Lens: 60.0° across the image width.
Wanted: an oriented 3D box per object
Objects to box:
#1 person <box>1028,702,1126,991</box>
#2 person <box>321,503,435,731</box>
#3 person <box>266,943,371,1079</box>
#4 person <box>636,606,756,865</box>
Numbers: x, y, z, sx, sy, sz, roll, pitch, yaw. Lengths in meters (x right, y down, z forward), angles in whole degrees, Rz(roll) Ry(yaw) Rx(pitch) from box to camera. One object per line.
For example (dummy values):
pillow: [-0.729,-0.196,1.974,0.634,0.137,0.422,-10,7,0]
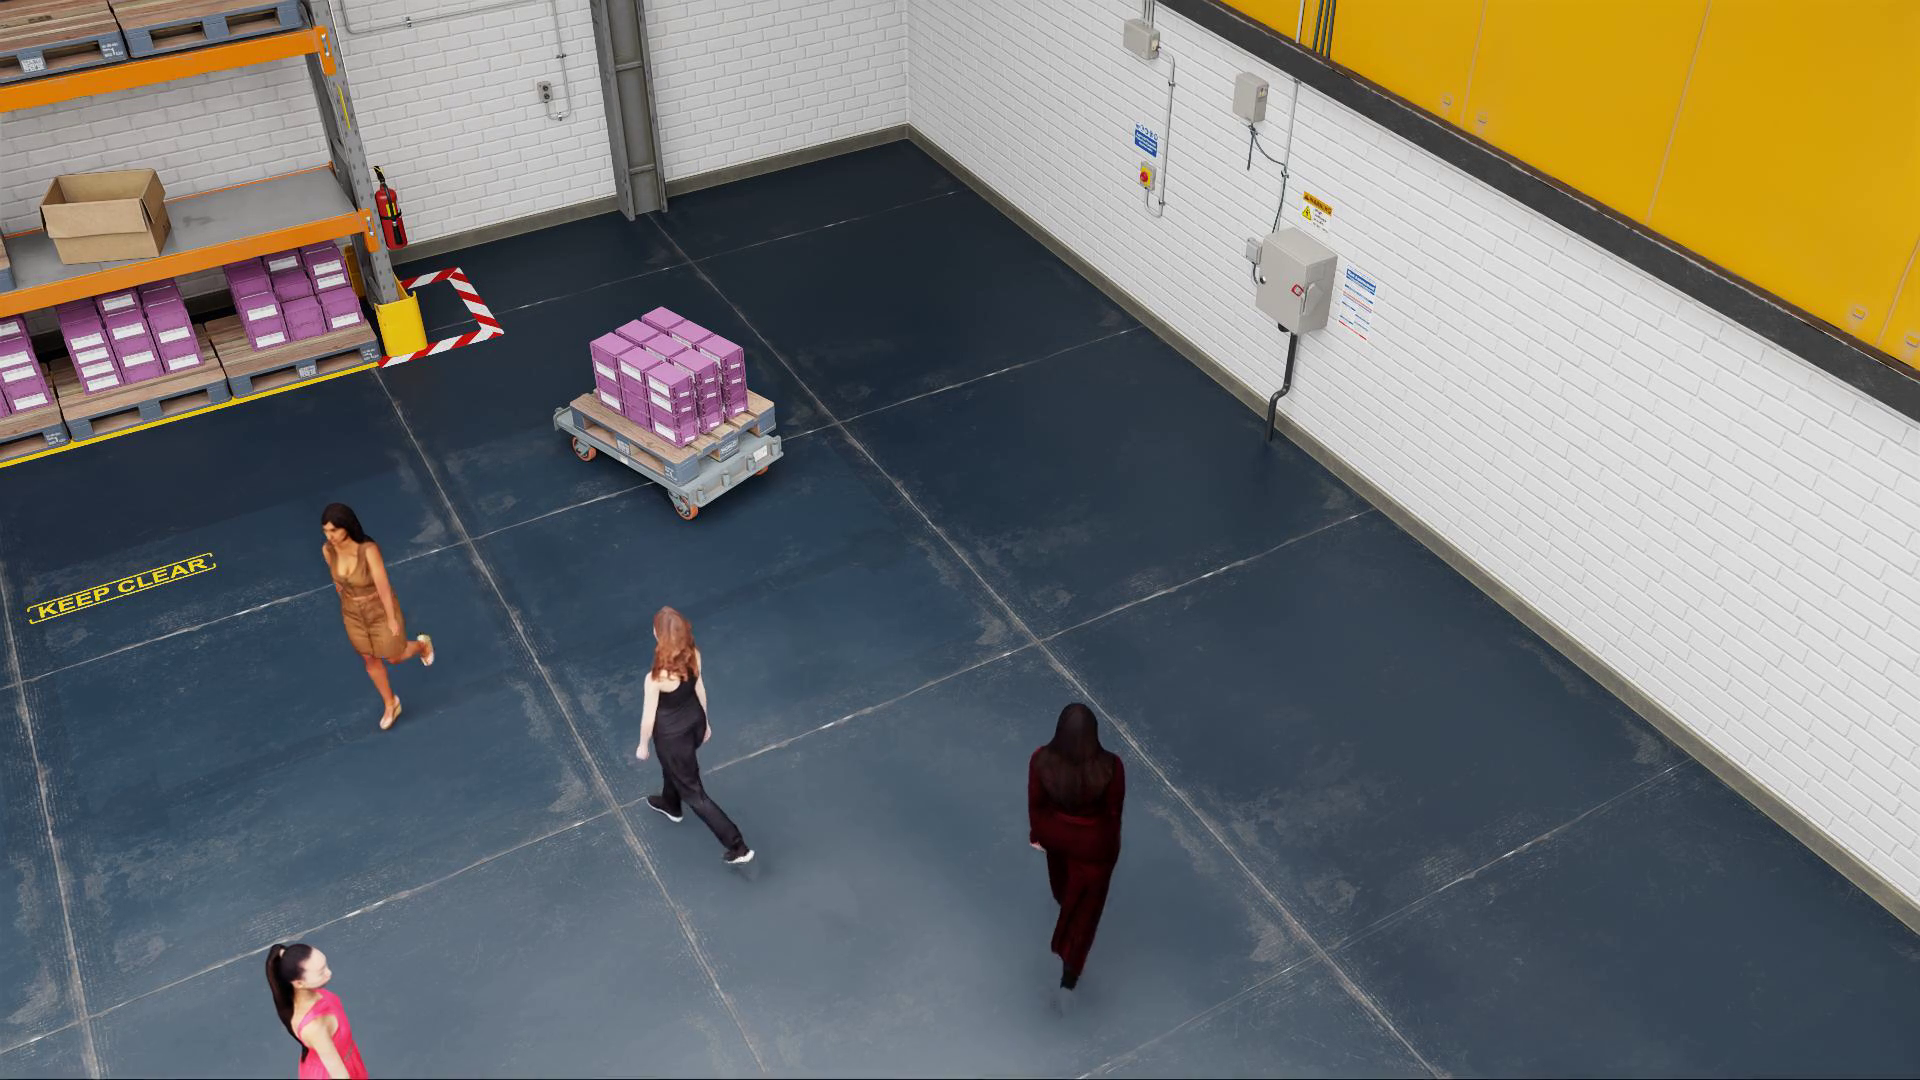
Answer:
person: [0.602,1.601,8.693,1.094,1.727,1.165,10,40,12]
person: [-3.570,0.406,10.233,0.875,1.671,0.922,8,39,10]
person: [-2.872,2.449,7.632,0.561,1.726,0.608,-21,43,-25]
person: [-1.503,1.129,9.292,0.991,1.717,1.122,21,43,24]
